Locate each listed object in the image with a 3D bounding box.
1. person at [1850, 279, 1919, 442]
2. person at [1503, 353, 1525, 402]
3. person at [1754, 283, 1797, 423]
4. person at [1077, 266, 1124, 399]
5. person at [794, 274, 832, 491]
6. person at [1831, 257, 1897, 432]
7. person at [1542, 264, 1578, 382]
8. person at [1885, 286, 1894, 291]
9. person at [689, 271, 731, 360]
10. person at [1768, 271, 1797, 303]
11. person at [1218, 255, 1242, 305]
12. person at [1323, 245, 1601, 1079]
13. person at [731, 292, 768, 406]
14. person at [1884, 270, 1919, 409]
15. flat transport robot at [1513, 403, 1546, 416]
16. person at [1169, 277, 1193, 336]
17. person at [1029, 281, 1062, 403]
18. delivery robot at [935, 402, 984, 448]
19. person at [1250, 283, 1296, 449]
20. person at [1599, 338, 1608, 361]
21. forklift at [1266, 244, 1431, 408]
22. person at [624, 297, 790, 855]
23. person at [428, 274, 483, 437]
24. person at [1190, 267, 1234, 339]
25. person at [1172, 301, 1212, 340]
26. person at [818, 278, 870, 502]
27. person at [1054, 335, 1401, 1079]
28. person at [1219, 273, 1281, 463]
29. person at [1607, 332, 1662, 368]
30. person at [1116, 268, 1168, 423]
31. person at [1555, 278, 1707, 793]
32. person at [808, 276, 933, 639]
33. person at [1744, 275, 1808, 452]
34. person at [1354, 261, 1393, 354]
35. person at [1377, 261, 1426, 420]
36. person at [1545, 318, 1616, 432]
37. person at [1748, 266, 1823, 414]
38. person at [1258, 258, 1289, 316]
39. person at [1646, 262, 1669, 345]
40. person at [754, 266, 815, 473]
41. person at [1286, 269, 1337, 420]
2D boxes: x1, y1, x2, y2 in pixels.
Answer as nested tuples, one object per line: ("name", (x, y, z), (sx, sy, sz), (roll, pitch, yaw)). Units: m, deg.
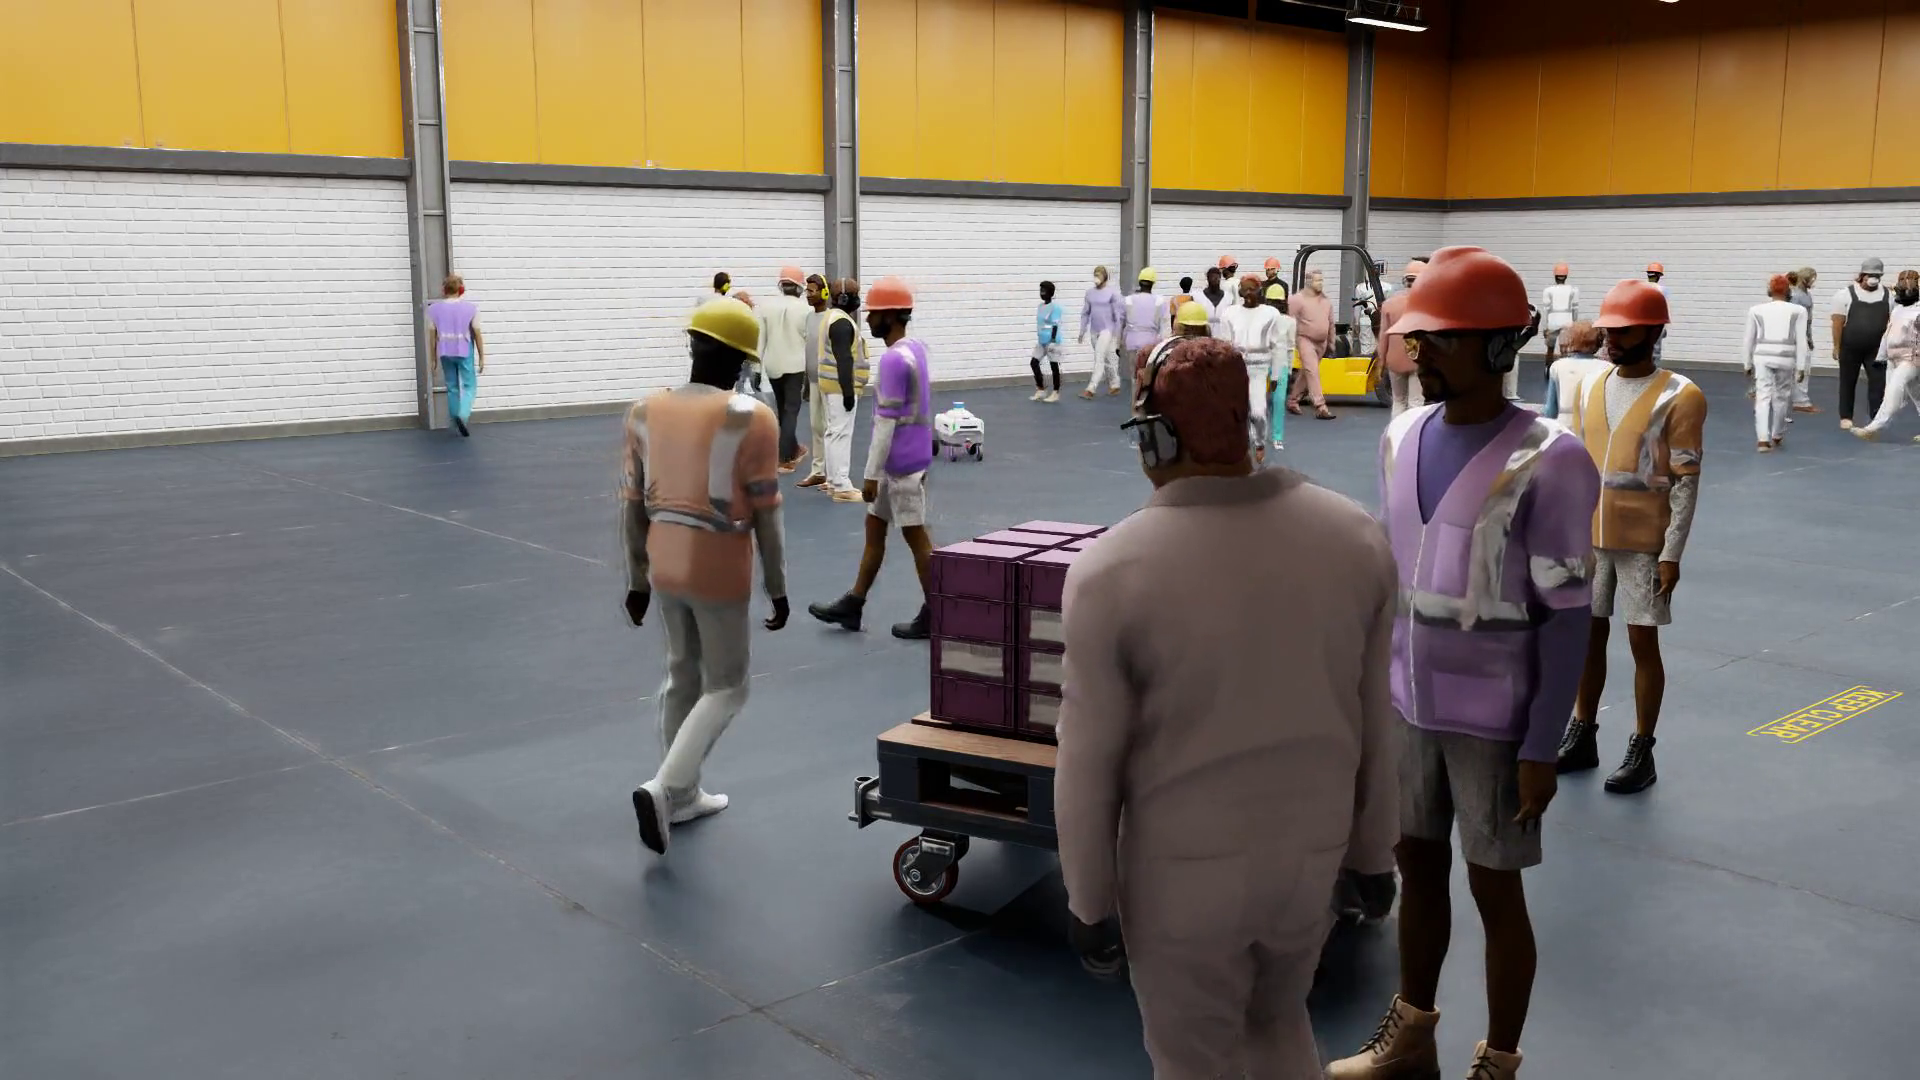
("person", (10.298, -1.939, 18.107), (1.039, 1.780, 0.627), (1, 10, 4))
("person", (7.550, -2.729, 23.135), (0.571, 1.614, 0.565), (7, 12, 36))
("person", (10.086, -2.331, 20.516), (0.534, 1.724, 0.890), (-1, 10, -8))
("person", (2.020, -2.958, 23.730), (1.035, 1.887, 0.651), (-9, 13, -42))
("person", (-1.197, -1.361, 14.405), (0.336, 1.873, 0.521), (-8, 13, -40))
("person", (10.461, -2.272, 19.241), (0.698, 2.000, 0.875), (3, 10, 17))
("person", (9.478, -3.402, 26.316), (0.544, 1.892, 1.010), (3, 10, 16))
("person", (13.221, -2.830, 23.810), (0.520, 1.579, 0.845), (5, 11, 28))
("person", (-3.004, -2.345, 20.276), (0.577, 1.824, 0.417), (2, 10, 11))
("person", (11.159, -2.717, 22.504), (0.512, 1.830, 0.996), (3, 10, 15))
("person", (3.944, -3.167, 24.494), (0.394, 2.038, 0.605), (5, 11, 29))
("person", (1.115, 0.371, 3.759), (0.397, 2.043, 0.609), (-5, 11, -27))
("person", (-2.571, -2.148, 19.786), (0.648, 1.597, 0.526), (-2, 10, -10))
("person", (12.555, -2.673, 22.180), (0.429, 1.839, 0.634), (7, 12, 37))
("flat transport robot", (6.747, -1.486, 19.813), (0.652, 0.197, 1.431), (6, 11, 31))
("person", (3.648, -3.409, 26.926), (0.531, 1.694, 0.320), (4, 11, 23))
("person", (1.159, -2.720, 22.894), (0.545, 1.675, 0.553), (-6, 11, -30))
("delivery robot", (-0.012, -1.135, 16.656), (0.477, 0.478, 0.707), (-3, 10, -16))
("person", (3.301, -1.859, 17.709), (0.523, 1.743, 0.784), (0, 10, 1))
("person", (7.793, -2.174, 19.520), (0.530, 1.752, 0.554), (9, 13, 42))
("forklift", (5.256, -2.933, 22.661), (2.313, 2.155, 1.214), (3, 10, 16))
("person", (-0.923, 0.129, 5.636), (0.605, 1.885, 0.667), (6, 11, 30))
("person", (-5.580, -2.026, 18.422), (0.589, 1.828, 0.688), (-1, 10, -3))
("person", (3.238, -2.529, 21.243), (0.600, 1.871, 0.985), (-1, 10, -8))
("person", (1.536, -0.723, 11.087), (0.487, 1.733, 0.402), (-1, 10, -8))
("person", (-0.959, -1.239, 13.774), (0.430, 1.845, 0.624), (-2, 10, -11))
("person", (0.465, 0.577, 3.017), (0.668, 1.884, 0.416), (-4, 10, -20))
("person", (2.718, -1.576, 15.669), (0.580, 1.868, 0.511), (3, 10, 17))
("person", (6.855, -1.667, 16.925), (0.501, 1.624, 0.413), (6, 12, 33))
("person", (2.216, -2.362, 20.274), (0.607, 1.867, 1.005), (0, 10, 2))
("person", (2.510, -0.015, 6.327), (0.357, 1.938, 0.545), (-7, 12, -36))
("person", (-0.458, -0.415, 8.750), (0.875, 1.905, 0.570), (1, 10, 6))
("person", (8.509, -1.840, 17.390), (0.595, 1.826, 1.003), (5, 11, 27))
("person", (6.539, -3.431, 26.320), (0.602, 1.941, 0.402), (1, 10, 9))
("person", (4.399, -1.701, 16.100), (0.646, 1.965, 0.751), (5, 11, 28))
("person", (3.975, -0.610, 10.740), (0.432, 1.627, 0.517), (-6, 11, -31))
("person", (10.784, -2.602, 21.613), (0.875, 1.906, 0.619), (7, 12, 35))
("person", (4.977, -3.514, 26.645), (0.377, 1.995, 0.612), (-8, 13, -39))
("person", (10.617, -3.296, 25.555), (0.364, 1.933, 0.543), (-8, 13, -40))
("person", (-1.601, -1.622, 15.776), (0.644, 1.932, 1.064), (3, 10, 17))
("person", (4.417, -2.457, 20.873), (0.659, 1.862, 1.016), (-6, 11, -30))
